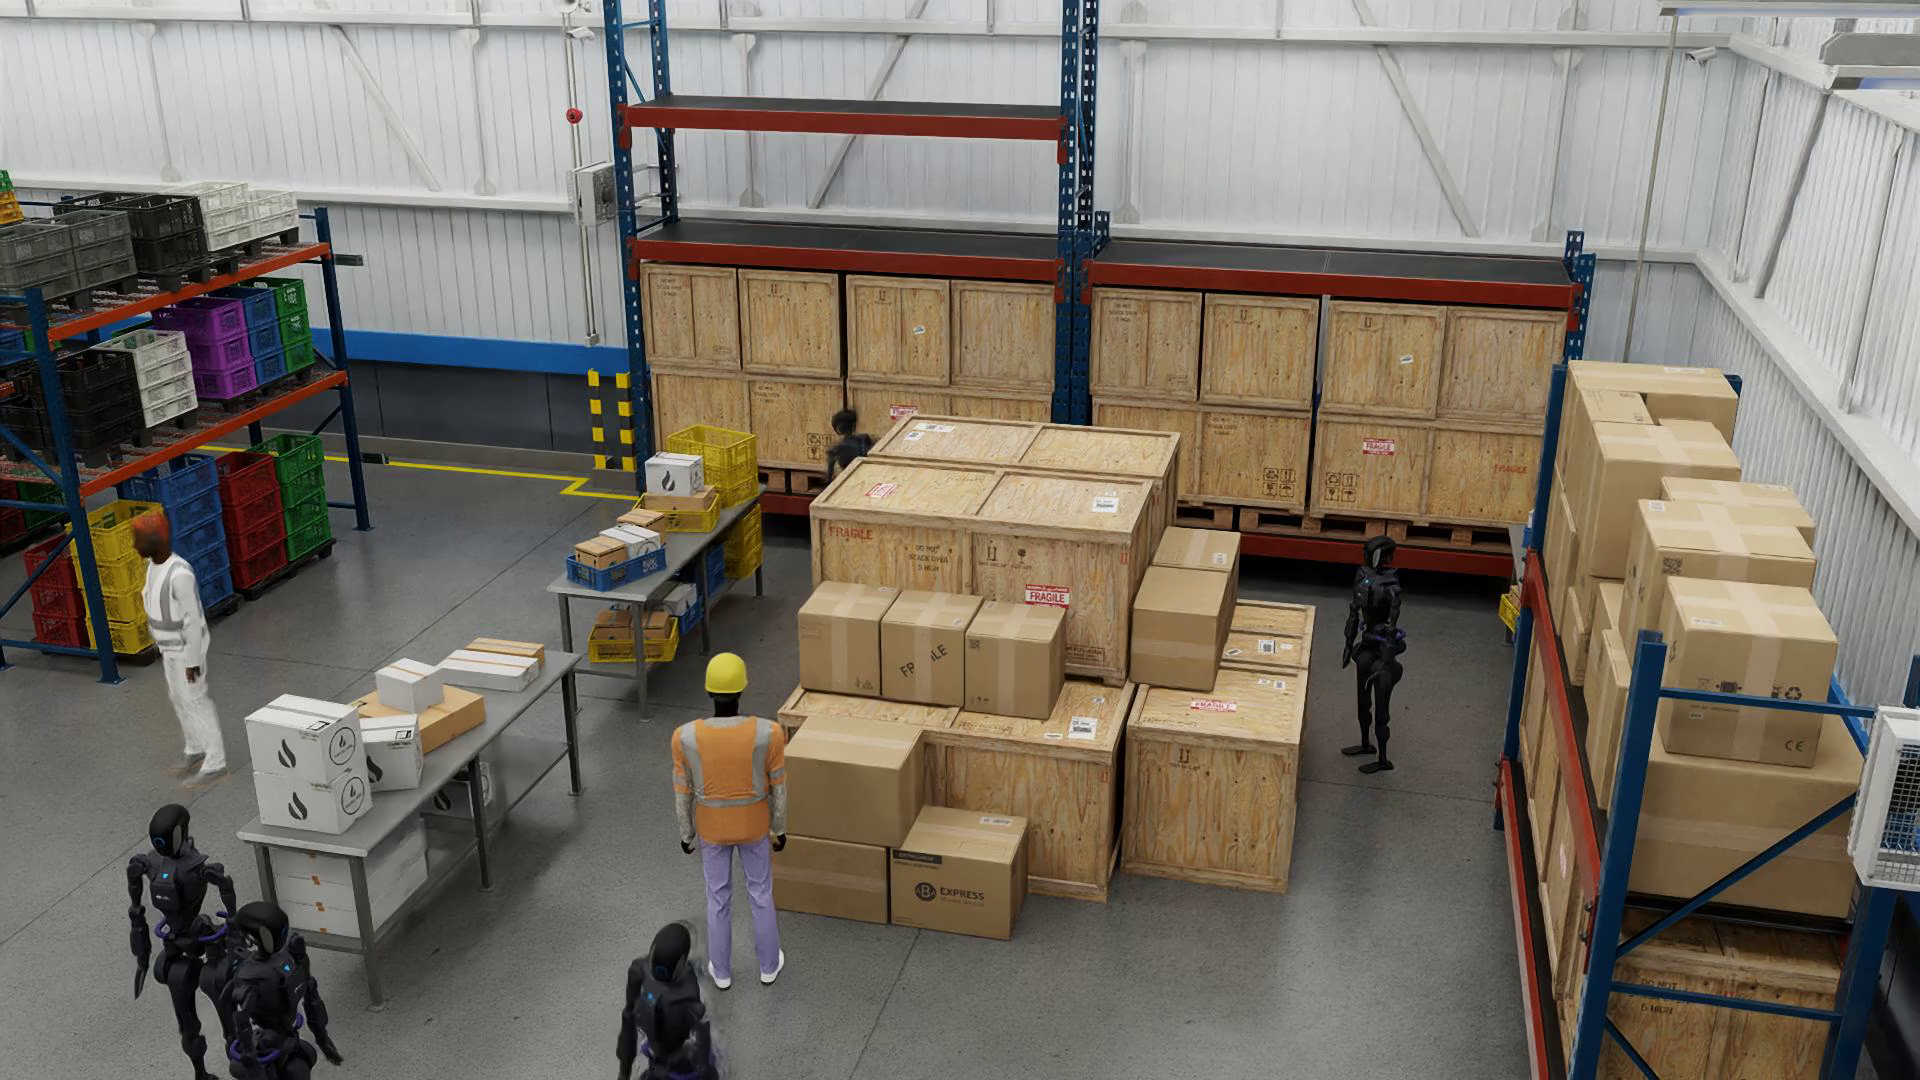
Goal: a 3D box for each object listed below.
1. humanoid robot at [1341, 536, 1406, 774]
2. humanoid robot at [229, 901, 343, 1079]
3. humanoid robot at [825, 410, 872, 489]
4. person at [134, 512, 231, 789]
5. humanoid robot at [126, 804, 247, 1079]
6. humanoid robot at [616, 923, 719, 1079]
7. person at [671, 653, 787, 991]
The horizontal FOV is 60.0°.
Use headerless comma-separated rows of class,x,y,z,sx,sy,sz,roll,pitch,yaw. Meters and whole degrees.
humanoid robot,2.765,0.754,11.099,0.337,1.651,0.569,-7,22,-18
humanoid robot,-2.915,2.265,7.146,0.338,1.650,0.567,2,21,6
humanoid robot,-0.870,-0.300,13.860,0.403,1.637,0.645,19,28,40
person,-5.129,0.708,10.939,0.358,1.882,0.583,-19,28,-41
humanoid robot,-3.627,1.988,7.874,0.580,1.658,0.322,3,21,8
humanoid robot,-1.229,2.323,7.019,0.350,1.647,0.605,-19,28,-40
person,-1.206,1.497,8.807,0.587,1.927,0.385,-2,21,-6
